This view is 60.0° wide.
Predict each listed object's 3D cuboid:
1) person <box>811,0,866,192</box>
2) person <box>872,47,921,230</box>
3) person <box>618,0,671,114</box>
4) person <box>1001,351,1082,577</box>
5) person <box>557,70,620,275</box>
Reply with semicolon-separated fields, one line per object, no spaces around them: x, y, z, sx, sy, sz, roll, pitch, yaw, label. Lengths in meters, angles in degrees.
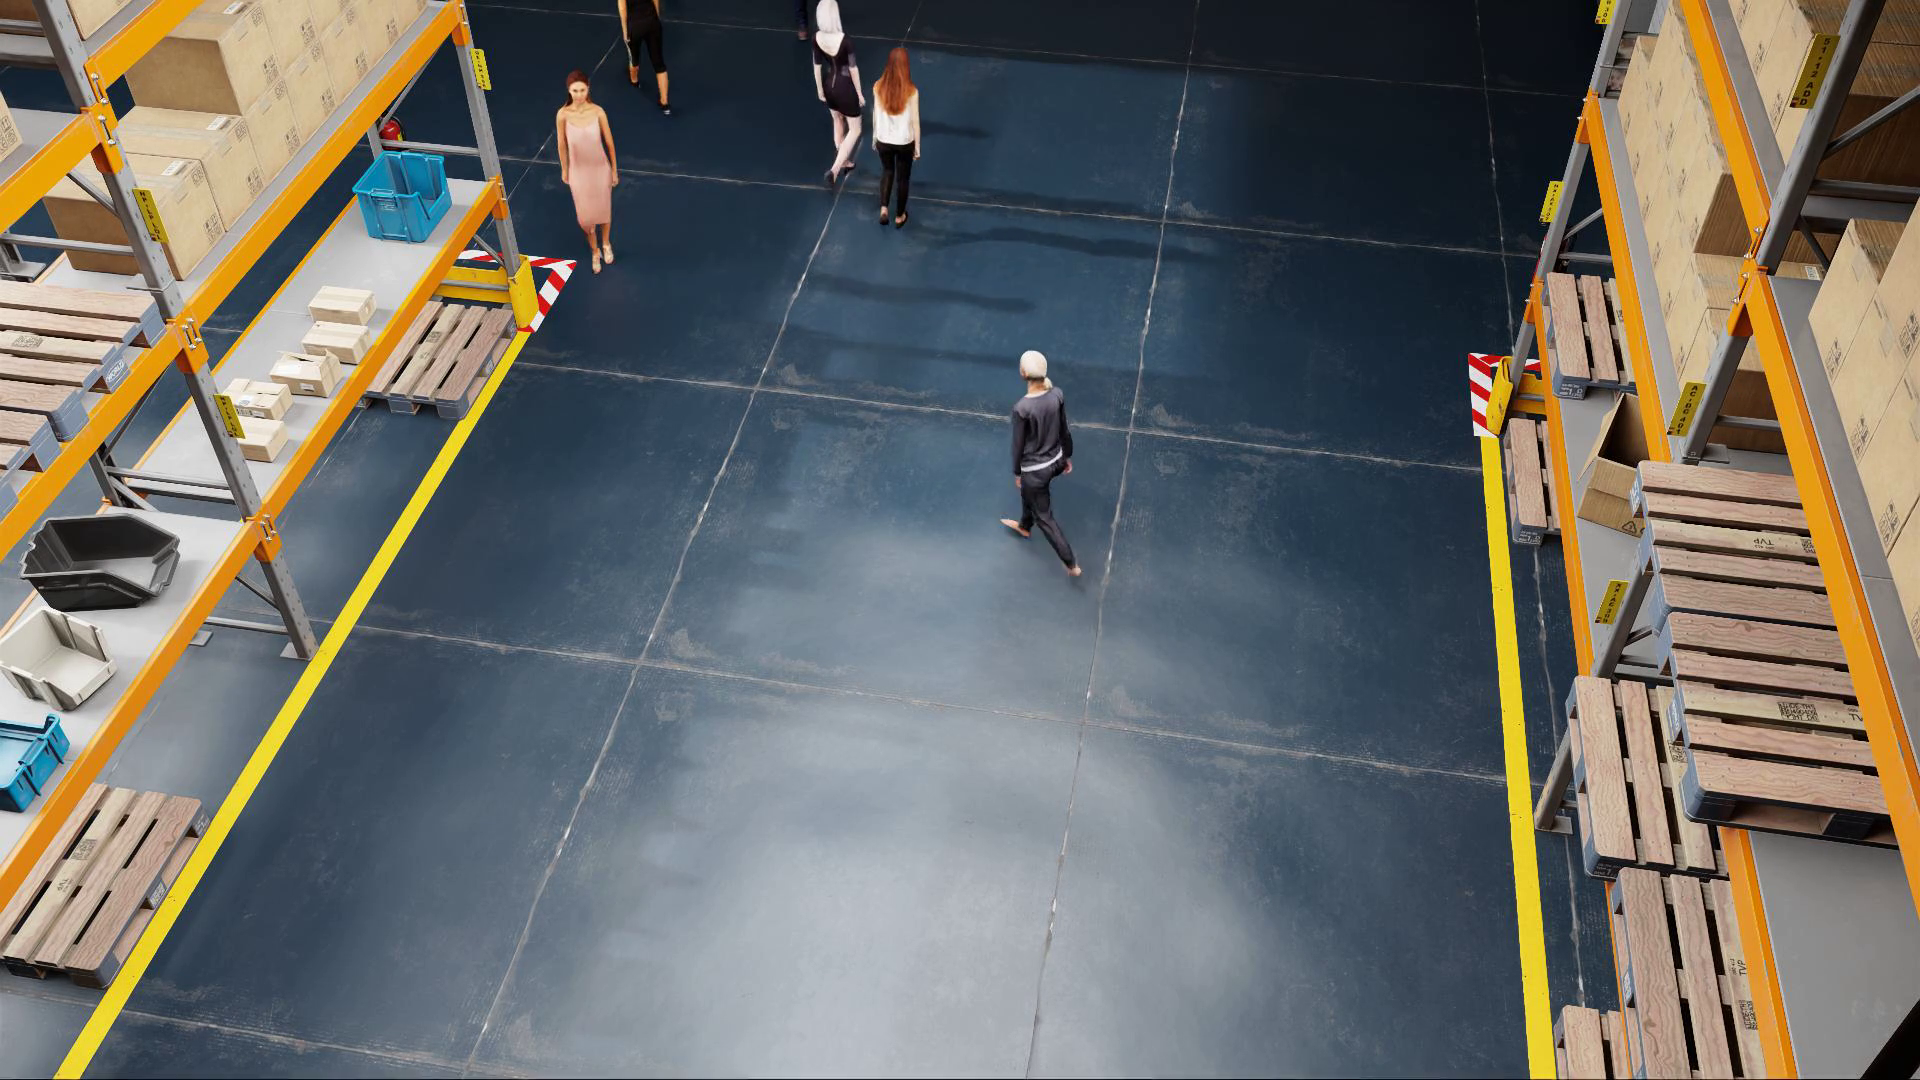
-1.091;-3.941;14.852;0.787;1.811;1.029;18;47;18;person
-0.577;-3.390;14.347;0.623;1.710;0.711;10;45;11;person
-3.022;-4.905;15.999;1.055;1.624;1.156;-22;48;-22;person
0.606;-0.471;11.307;1.088;1.677;1.072;-31;51;-28;person
-3.119;-3.144;14.010;0.738;1.818;0.771;-10;44;-10;person
